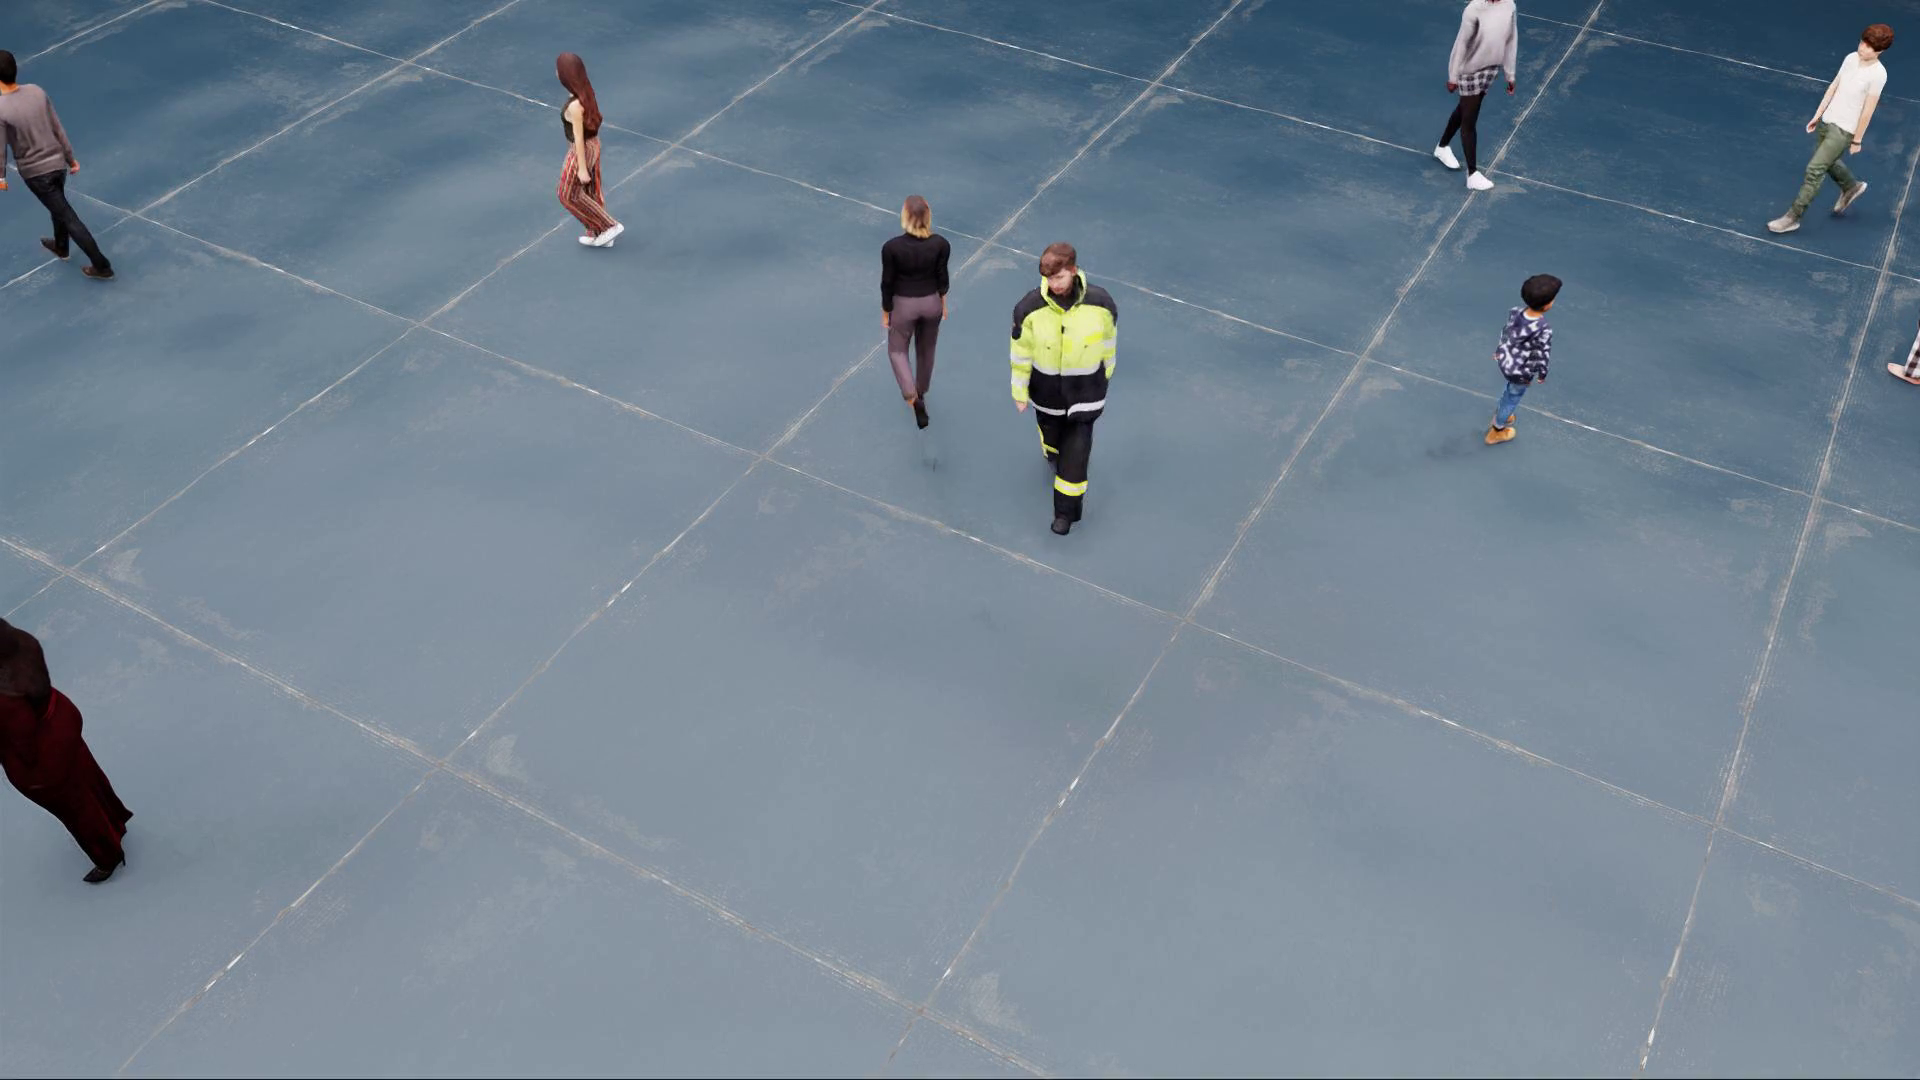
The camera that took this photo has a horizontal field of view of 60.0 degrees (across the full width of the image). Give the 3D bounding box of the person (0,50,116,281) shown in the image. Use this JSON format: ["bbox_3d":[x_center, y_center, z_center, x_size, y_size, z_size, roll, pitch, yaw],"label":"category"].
[{"bbox_3d":[-6.433,-2.598,11.791,0.790,1.743,0.934,-3,42,-3],"label":"person"}]

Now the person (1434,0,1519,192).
[{"bbox_3d":[3.985,-3.687,12.992,1.092,1.739,1.056,-18,45,-19],"label":"person"}]

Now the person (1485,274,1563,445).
[{"bbox_3d":[3.508,-1.126,10.544,0.660,1.240,0.615,-20,46,-21],"label":"person"}]

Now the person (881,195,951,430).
[{"bbox_3d":[-0.264,-1.390,10.524,0.883,1.657,0.952,-9,43,-9],"label":"person"}]

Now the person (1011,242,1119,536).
[{"bbox_3d":[0.657,-1.016,9.918,1.142,1.919,1.322,-4,42,-4],"label":"person"}]

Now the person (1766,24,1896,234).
[{"bbox_3d":[6.614,-3.071,12.396,1.064,1.629,1.027,-9,43,-10],"label":"person"}]

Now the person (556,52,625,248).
[{"bbox_3d":[-2.674,-2.821,12.181,0.778,1.548,0.728,-1,42,-1],"label":"person"}]

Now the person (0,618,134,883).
[{"bbox_3d":[-4.334,0.947,7.880,0.815,1.752,0.762,-12,44,-13],"label":"person"}]
